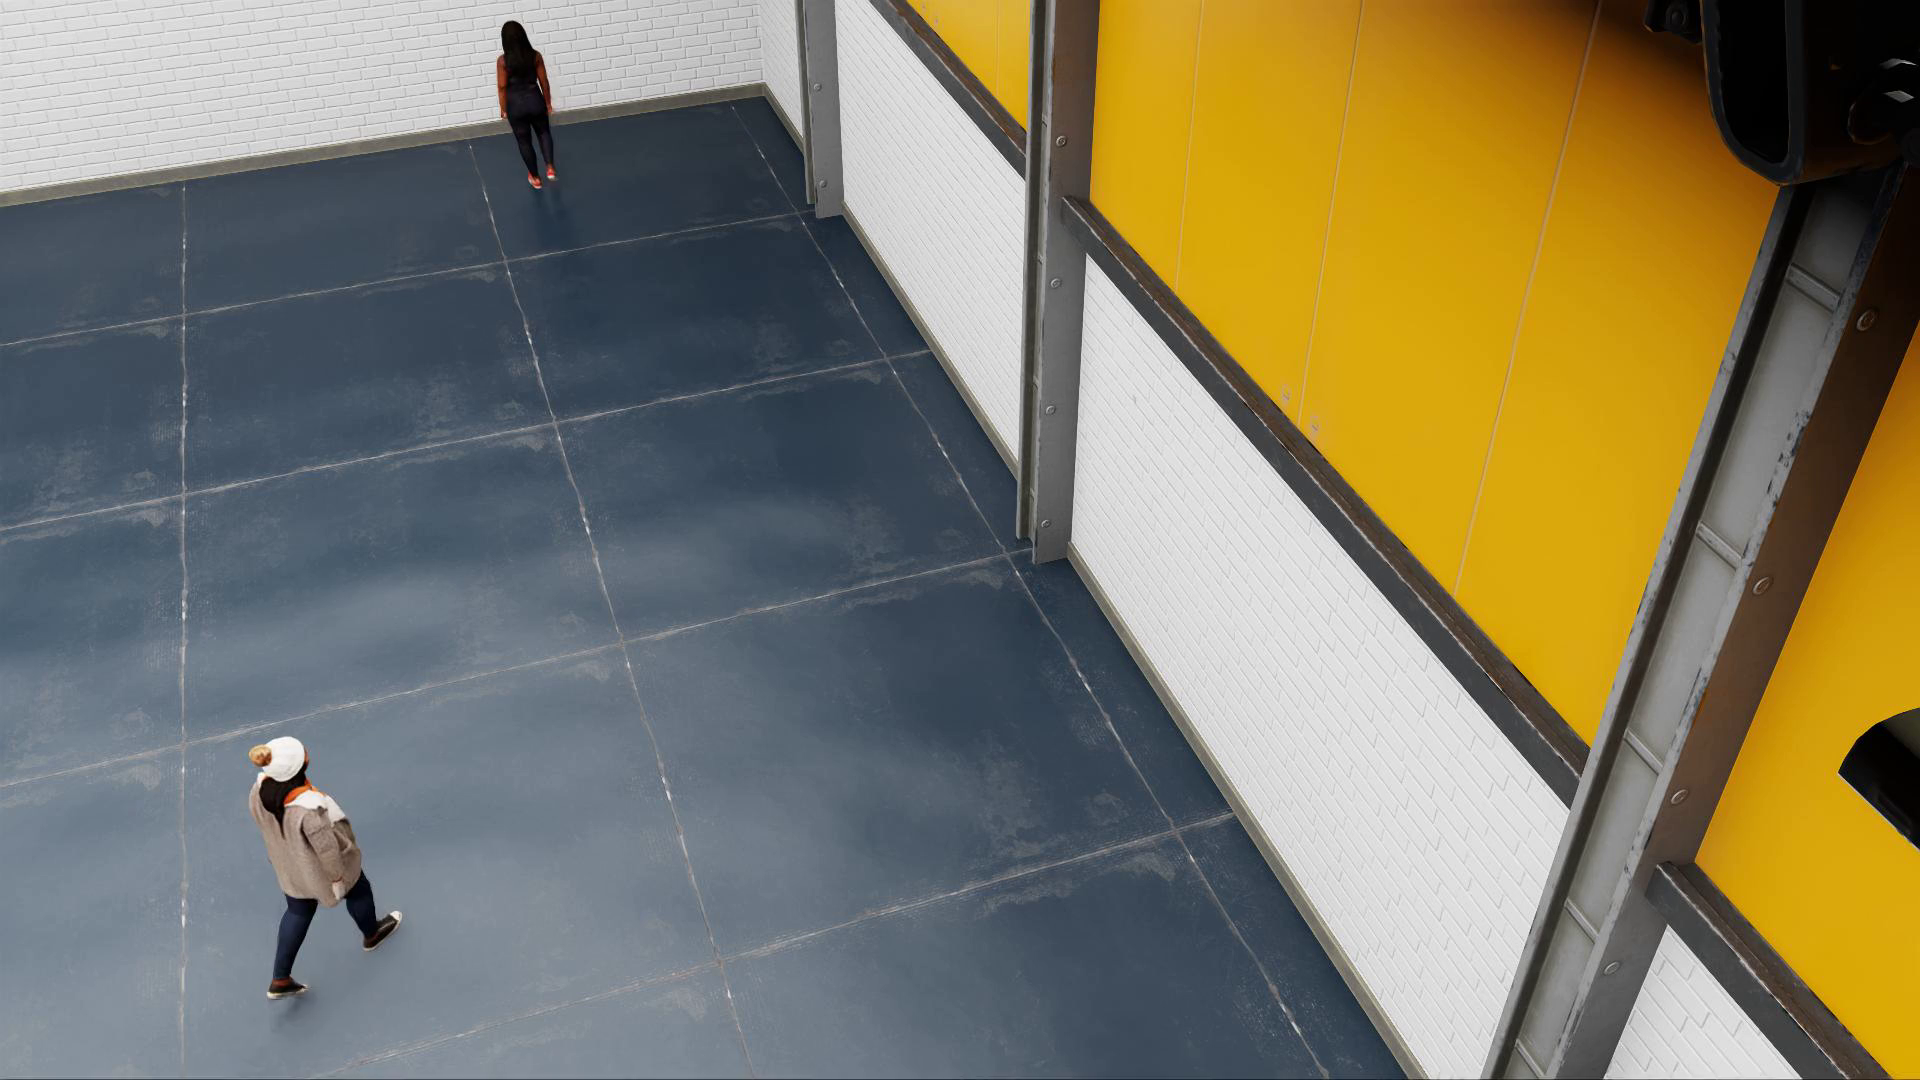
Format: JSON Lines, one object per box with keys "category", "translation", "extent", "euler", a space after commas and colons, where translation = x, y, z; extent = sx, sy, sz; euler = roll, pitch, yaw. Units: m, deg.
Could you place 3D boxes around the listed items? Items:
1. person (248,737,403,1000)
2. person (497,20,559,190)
{"category": "person", "translation": [-3.696, 1.830, 9.260], "extent": [1.137, 1.861, 1.211], "euler": [15, 41, 18]}
{"category": "person", "translation": [-4.462, -4.443, 17.160], "extent": [0.709, 1.803, 0.717], "euler": [-17, 42, -20]}
